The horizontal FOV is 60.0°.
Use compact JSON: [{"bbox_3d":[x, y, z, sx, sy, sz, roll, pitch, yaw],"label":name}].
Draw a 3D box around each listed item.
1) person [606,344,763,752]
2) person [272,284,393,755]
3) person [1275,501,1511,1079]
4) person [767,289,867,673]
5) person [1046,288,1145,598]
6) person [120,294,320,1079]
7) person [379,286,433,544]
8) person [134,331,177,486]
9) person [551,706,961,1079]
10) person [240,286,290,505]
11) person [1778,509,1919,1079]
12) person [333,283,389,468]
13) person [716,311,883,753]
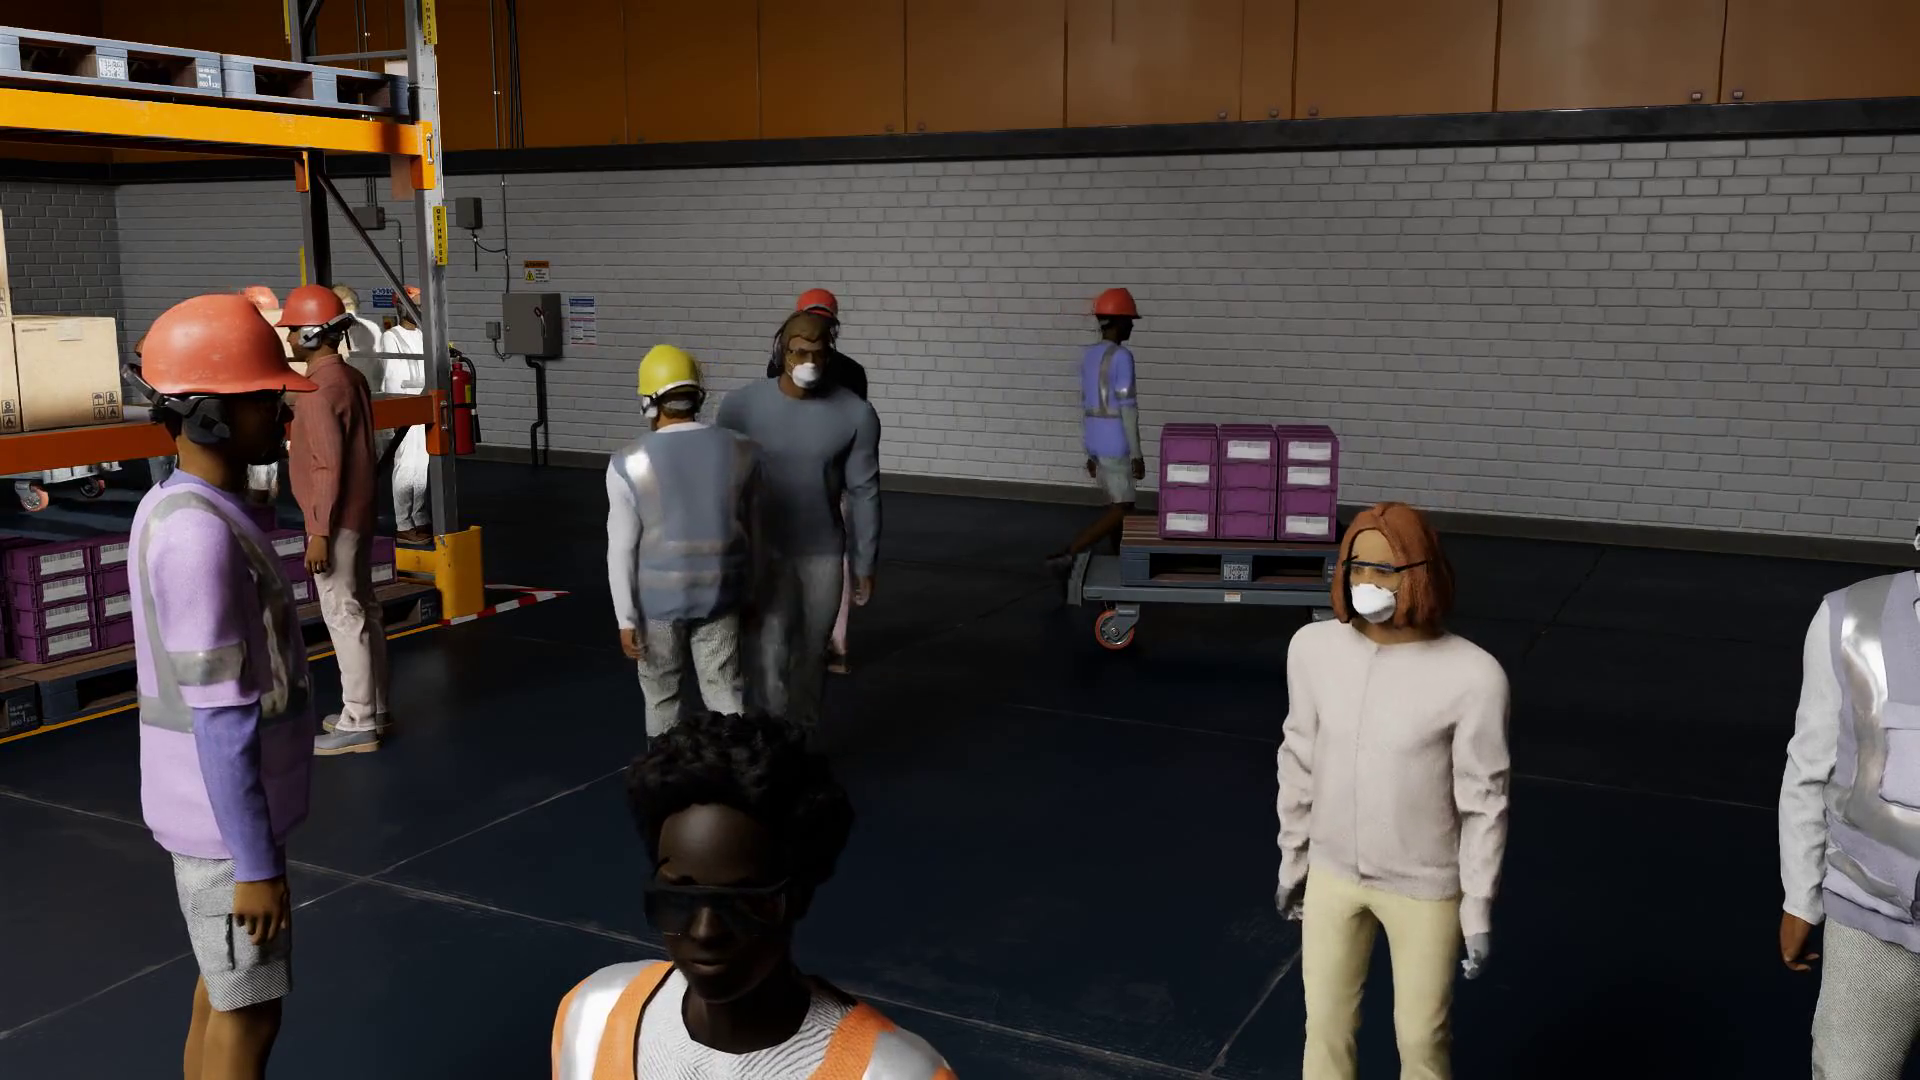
[{"bbox_3d":[-0.960,0.206,5.961,0.594,1.806,0.711,-4,11,-24],"label":"person"},{"bbox_3d":[-2.675,-0.084,7.094,0.396,1.992,0.623,-1,10,-5],"label":"person"},{"bbox_3d":[0.884,0.721,3.488,0.505,1.632,0.307,8,13,39],"label":"person"},{"bbox_3d":[-0.738,-0.300,8.509,0.649,1.940,0.593,-7,12,-36],"label":"person"},{"bbox_3d":[0.894,-0.574,10.151,0.774,1.917,0.582,-3,10,-16],"label":"person"},{"bbox_3d":[-1.437,0.538,3.350,0.377,2.045,0.605,-5,11,-28],"label":"person"},{"bbox_3d":[-4.021,-0.916,12.235,0.356,1.883,0.574,1,10,7],"label":"person"},{"bbox_3d":[-5.336,-0.604,11.161,0.271,1.631,0.505,-4,11,-23],"label":"person"},{"bbox_3d":[-0.215,0.994,1.707,0.536,1.700,0.318,5,11,27],"label":"person"},{"bbox_3d":[-4.459,-0.675,10.765,0.563,1.906,0.725,5,11,29],"label":"person"},{"bbox_3d":[1.841,0.687,3.100,0.592,1.833,0.404,5,11,27],"label":"person"},{"bbox_3d":[-4.597,-0.972,12.489,0.509,1.906,0.670,7,12,35],"label":"person"},{"bbox_3d":[-0.617,0.077,6.429,0.641,1.900,0.771,-2,10,-10],"label":"person"}]
